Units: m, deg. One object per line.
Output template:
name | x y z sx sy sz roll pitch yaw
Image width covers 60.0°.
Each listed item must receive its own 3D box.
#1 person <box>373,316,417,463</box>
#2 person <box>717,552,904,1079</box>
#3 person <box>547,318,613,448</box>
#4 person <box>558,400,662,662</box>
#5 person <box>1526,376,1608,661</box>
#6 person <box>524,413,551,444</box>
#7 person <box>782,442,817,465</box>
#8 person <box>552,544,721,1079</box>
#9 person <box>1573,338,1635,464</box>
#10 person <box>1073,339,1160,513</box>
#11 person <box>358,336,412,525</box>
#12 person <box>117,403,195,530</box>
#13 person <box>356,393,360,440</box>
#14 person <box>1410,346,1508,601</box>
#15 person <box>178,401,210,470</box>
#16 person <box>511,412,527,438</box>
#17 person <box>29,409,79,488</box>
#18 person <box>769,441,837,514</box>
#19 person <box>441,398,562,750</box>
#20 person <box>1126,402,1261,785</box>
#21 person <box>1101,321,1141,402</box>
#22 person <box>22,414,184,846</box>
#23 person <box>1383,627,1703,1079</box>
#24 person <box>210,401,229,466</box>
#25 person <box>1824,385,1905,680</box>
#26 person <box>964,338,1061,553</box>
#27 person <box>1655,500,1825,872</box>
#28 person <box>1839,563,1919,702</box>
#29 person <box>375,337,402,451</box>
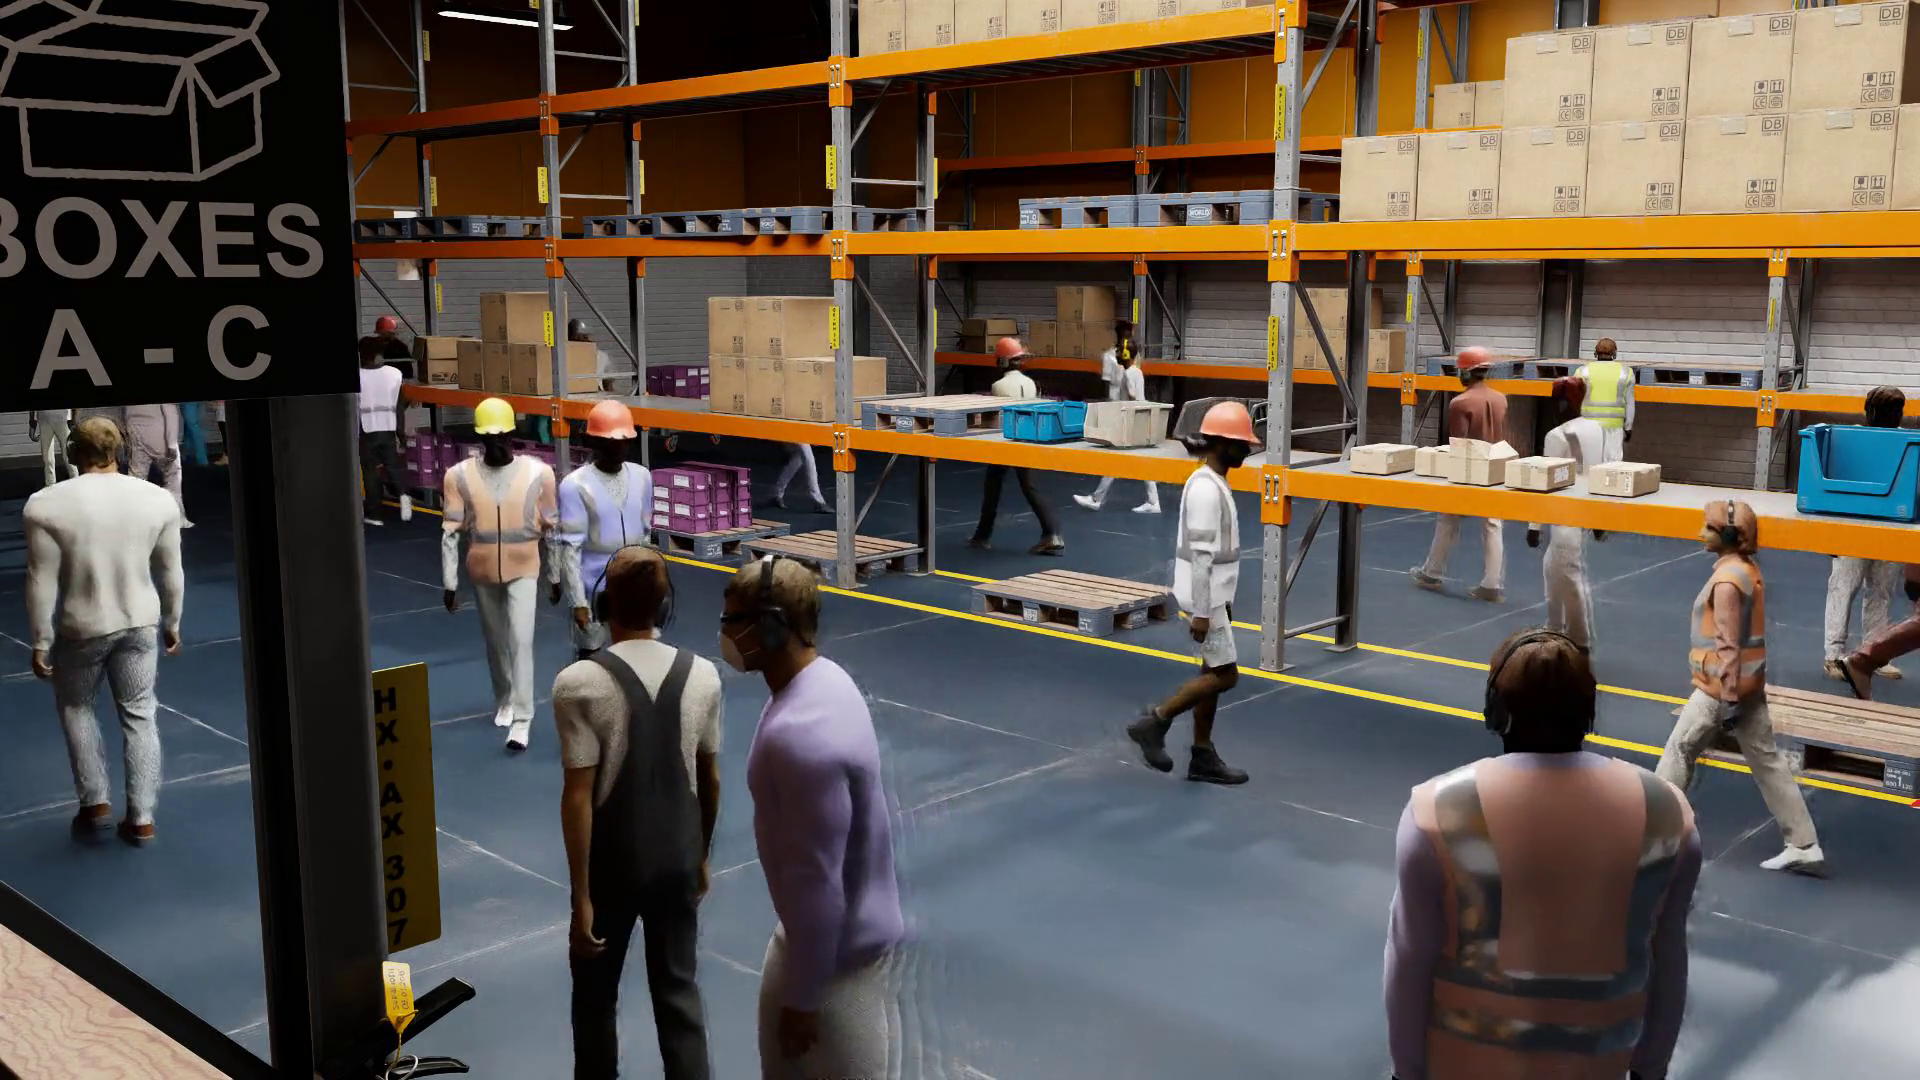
person | -7.228 -1.874 21.257 0.764 1.952 0.676 -7 12 -38
person | -0.219 0.971 4.014 0.713 1.907 0.650 -1 9 -7
person | -4.246 -1.472 18.536 0.716 2.000 0.538 -7 12 -37
person | -1.737 0.241 8.475 0.568 1.890 0.932 -8 12 -42
person | 3.929 -0.148 10.953 0.614 1.861 0.681 -7 12 -38
person | -5.261 -1.703 20.876 0.550 1.740 0.583 7 12 38
person | -2.121 -1.871 21.462 0.585 1.886 0.600 5 11 29
person | -0.897 0.918 4.613 0.529 1.798 0.848 -6 11 -33
person | 6.718 -1.190 17.421 0.633 1.841 0.429 3 10 18
person | 1.683 -1.190 17.457 0.955 1.819 0.563 3 10 16
person | -5.756 -1.069 16.486 0.610 1.902 0.669 -8 12 -41
person | -7.821 -0.968 15.993 0.651 1.874 0.933 1 9 6
person | -5.946 -0.908 15.676 0.645 1.864 0.991 -7 11 -36
person | 3.948 -0.536 13.051 0.615 1.949 0.958 -4 10 -24
person | -9.982 -1.806 21.251 0.853 1.810 0.582 3 10 17
person | -6.711 -2.450 24.940 0.760 1.902 0.544 -6 11 -33
person | -9.593 -1.228 17.600 0.516 1.861 0.317 0 9 -2
person | -1.697 -1.143 17.548 0.918 1.705 0.550 5 11 29
person | -2.484 0.168 9.003 0.610 1.870 1.009 -1 9 -8
person | 1.192 0.273 8.223 0.568 1.914 0.566 2 9 12
person | 2.007 -1.715 20.387 0.620 1.916 1.006 -6 11 -31
person | -3.810 0.398 7.431 0.667 1.917 0.602 -8 12 -40
person | 1.202 1.095 3.480 0.628 1.829 0.559 0 9 1
person | -9.591 -1.809 21.665 0.319 1.693 0.532 1 9 4
person | 5.705 -0.042 10.382 0.622 1.845 0.429 -1 9 -7
person | 0.496 -0.850 15.006 1.031 1.950 0.630 8 12 42
person | 3.285 0.619 7.088 0.876 1.591 0.522 7 12 36
person | 5.445 0.108 9.348 0.840 1.881 0.641 9 13 43
person | -8.002 -2.023 23.171 0.288 1.631 0.497 6 11 31
